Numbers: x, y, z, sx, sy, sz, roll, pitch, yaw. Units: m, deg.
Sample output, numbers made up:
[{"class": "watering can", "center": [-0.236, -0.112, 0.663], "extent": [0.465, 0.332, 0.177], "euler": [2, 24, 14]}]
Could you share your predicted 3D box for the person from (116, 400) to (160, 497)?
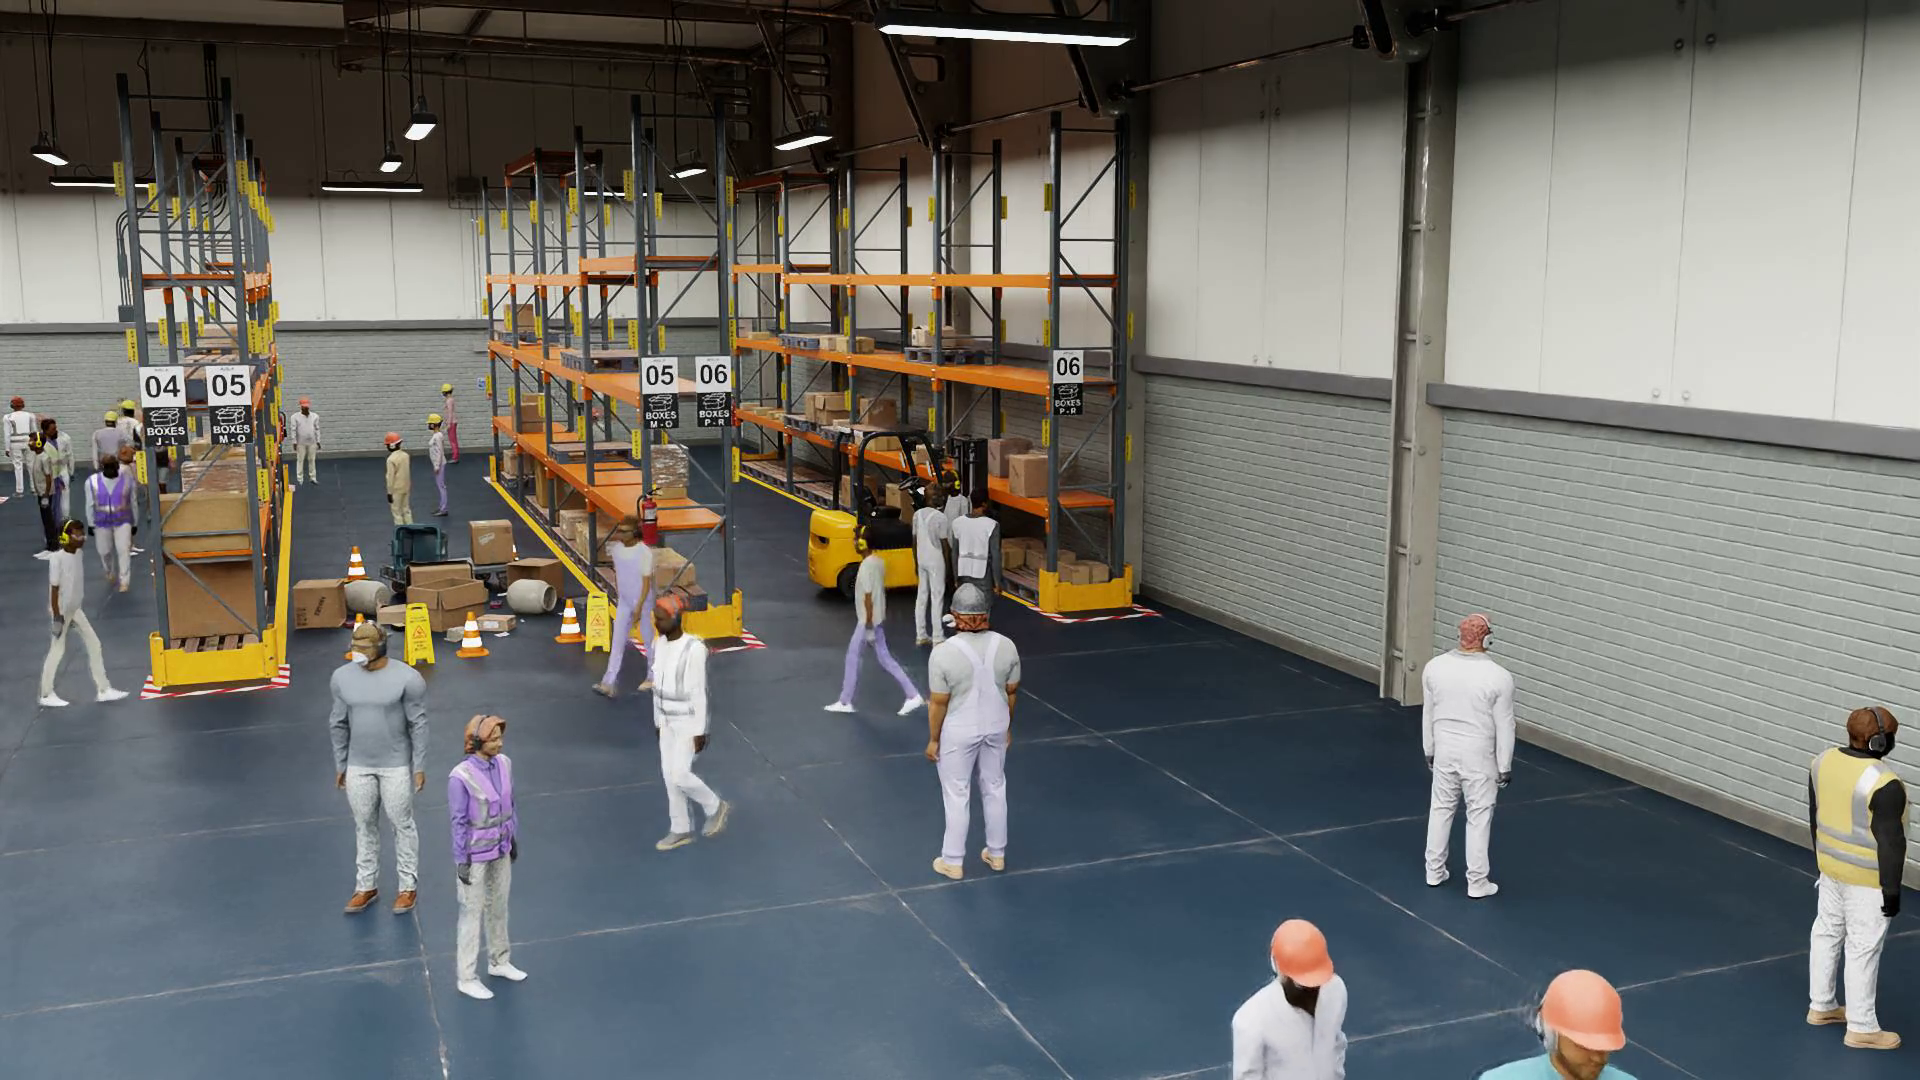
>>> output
[{"class": "person", "center": [-15.072, -1.609, 30.277], "extent": [0.616, 1.878, 0.966], "euler": [3, 9, 18]}]

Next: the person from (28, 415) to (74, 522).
[{"class": "person", "center": [-14.935, -1.136, 27.376], "extent": [0.634, 1.871, 0.935], "euler": [-6, 11, -32]}]

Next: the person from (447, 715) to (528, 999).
[{"class": "person", "center": [-2.739, 1.805, 9.589], "extent": [0.311, 1.633, 0.516], "euler": [4, 10, 23]}]

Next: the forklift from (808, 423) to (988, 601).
[{"class": "forklift", "center": [-0.830, -0.399, 21.676], "extent": [2.313, 2.155, 1.214], "euler": [-4, 10, -21]}]

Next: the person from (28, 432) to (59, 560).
[{"class": "person", "center": [-13.378, -0.647, 24.253], "extent": [0.327, 1.874, 0.520], "euler": [-7, 11, -37]}]

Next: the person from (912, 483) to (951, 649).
[{"class": "person", "center": [-0.309, 0.288, 18.460], "extent": [0.508, 1.841, 0.336], "euler": [8, 12, 41]}]

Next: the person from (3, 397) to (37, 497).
[{"class": "person", "center": [-17.547, -1.739, 31.088], "extent": [0.355, 1.883, 0.575], "euler": [7, 11, 37]}]

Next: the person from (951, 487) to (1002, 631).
[{"class": "person", "center": [0.175, 0.394, 17.549], "extent": [0.591, 1.917, 0.379], "euler": [6, 11, 34]}]

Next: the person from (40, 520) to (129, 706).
[{"class": "person", "center": [-8.461, 0.705, 15.924], "extent": [0.886, 1.815, 0.536], "euler": [1, 9, 4]}]

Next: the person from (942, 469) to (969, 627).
[{"class": "person", "center": [-0.074, 0.092, 19.612], "extent": [0.329, 1.869, 0.511], "euler": [-4, 10, -26]}]

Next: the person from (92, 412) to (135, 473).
[{"class": "person", "center": [-14.564, -1.310, 28.656], "extent": [0.618, 1.797, 0.765], "euler": [-3, 9, -18]}]

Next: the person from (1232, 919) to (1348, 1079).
[{"class": "person", "center": [1.239, 2.240, 6.575], "extent": [0.588, 1.713, 0.677], "euler": [-6, 11, -34]}]

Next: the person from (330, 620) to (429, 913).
[{"class": "person", "center": [-3.753, 1.462, 10.775], "extent": [0.630, 1.936, 0.369], "euler": [1, 9, 5]}]

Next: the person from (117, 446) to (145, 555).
[{"class": "person", "center": [-12.324, -0.588, 24.661], "extent": [0.287, 1.626, 0.497], "euler": [-1, 9, -8]}]

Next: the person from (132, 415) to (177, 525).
[{"class": "person", "center": [-13.383, -1.253, 27.658], "extent": [0.637, 1.987, 1.033], "euler": [-4, 10, -22]}]

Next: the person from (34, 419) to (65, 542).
[{"class": "person", "center": [-14.139, -0.927, 25.863], "extent": [0.391, 1.920, 0.587], "euler": [-1, 9, -5]}]

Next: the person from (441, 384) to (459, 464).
[{"class": "person", "center": [-11.242, -2.558, 36.623], "extent": [0.325, 1.763, 0.533], "euler": [-2, 9, -10]}]

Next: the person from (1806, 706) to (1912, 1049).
[{"class": "person", "center": [4.853, 1.796, 8.968], "extent": [0.429, 1.844, 0.623], "euler": [-2, 9, -11]}]

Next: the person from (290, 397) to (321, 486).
[{"class": "person", "center": [-12.881, -1.946, 32.792], "extent": [0.564, 1.752, 0.337], "euler": [-8, 12, -40]}]

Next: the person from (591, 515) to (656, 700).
[{"class": "person", "center": [-3.246, 0.660, 16.250], "extent": [0.504, 1.794, 0.965], "euler": [4, 10, 21]}]

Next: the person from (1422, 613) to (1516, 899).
[{"class": "person", "center": [3.396, 1.429, 11.098], "extent": [0.652, 1.901, 0.396], "euler": [9, 13, 44]}]

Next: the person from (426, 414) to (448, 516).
[{"class": "person", "center": [-9.004, -1.293, 28.648], "extent": [0.309, 1.769, 0.523], "euler": [-3, 10, -20]}]

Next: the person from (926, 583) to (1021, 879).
[{"class": "person", "center": [0.045, 1.298, 11.477], "extent": [0.675, 2.000, 0.536], "euler": [-5, 10, -27]}]

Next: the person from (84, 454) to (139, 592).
[{"class": "person", "center": [-11.129, -0.241, 21.863], "extent": [0.625, 1.822, 0.677], "euler": [-4, 10, -22]}]

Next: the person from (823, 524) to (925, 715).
[{"class": "person", "center": [-0.794, 0.754, 15.606], "extent": [0.971, 1.834, 0.531], "euler": [3, 10, 20]}]

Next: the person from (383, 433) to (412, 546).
[{"class": "person", "center": [-8.622, -0.773, 25.455], "extent": [0.348, 1.741, 0.566], "euler": [2, 9, 12]}]

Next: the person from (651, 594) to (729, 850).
[{"class": "person", "center": [-1.998, 1.303, 11.966], "extent": [0.595, 1.872, 0.482], "euler": [9, 13, 44]}]

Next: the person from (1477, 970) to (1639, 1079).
[{"class": "person", "center": [1.922, 2.296, 5.439], "extent": [0.618, 1.967, 0.861], "euler": [1, 9, 4]}]
